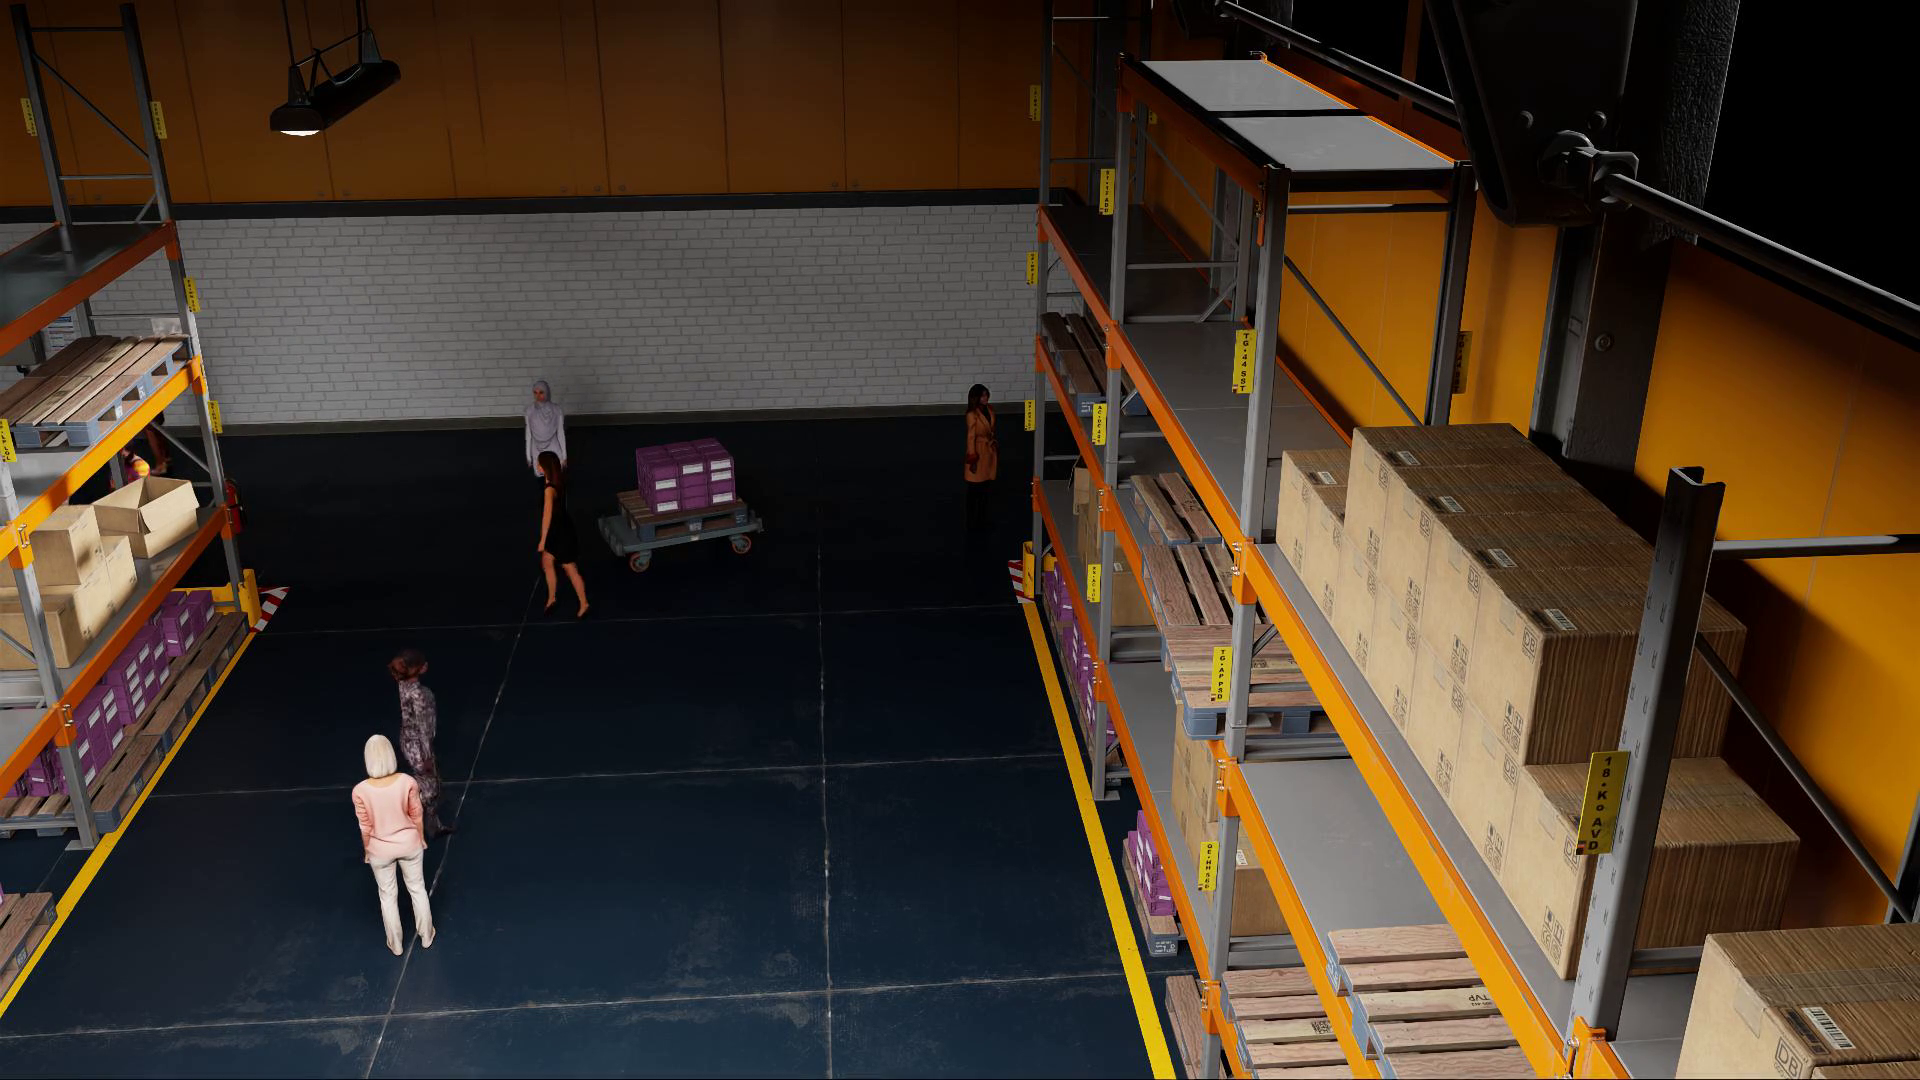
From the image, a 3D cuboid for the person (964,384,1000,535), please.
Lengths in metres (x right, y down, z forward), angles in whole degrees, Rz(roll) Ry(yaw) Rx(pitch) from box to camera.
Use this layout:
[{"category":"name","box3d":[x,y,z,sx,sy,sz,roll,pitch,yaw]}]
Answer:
[{"category":"person","box3d":[0.231,-0.927,18.733,0.839,1.720,0.767,17,29,34]}]

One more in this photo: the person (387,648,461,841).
[{"category":"person","box3d":[-4.267,1.644,12.878,0.873,1.699,0.938,-14,27,-29]}]

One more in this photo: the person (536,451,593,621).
[{"category":"person","box3d":[-3.871,-0.010,16.515,0.651,1.816,0.701,-3,24,-7]}]

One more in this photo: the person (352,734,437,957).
[{"category":"person","box3d":[-3.986,2.140,11.709,0.669,1.726,0.640,-10,26,-22]}]

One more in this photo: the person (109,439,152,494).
[{"category":"person","box3d":[-8.650,-0.420,17.641,1.116,1.666,1.267,15,28,31]}]

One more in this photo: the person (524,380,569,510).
[{"category":"person","box3d":[-4.627,-0.960,18.764,0.757,1.756,1.073,2,24,5]}]
